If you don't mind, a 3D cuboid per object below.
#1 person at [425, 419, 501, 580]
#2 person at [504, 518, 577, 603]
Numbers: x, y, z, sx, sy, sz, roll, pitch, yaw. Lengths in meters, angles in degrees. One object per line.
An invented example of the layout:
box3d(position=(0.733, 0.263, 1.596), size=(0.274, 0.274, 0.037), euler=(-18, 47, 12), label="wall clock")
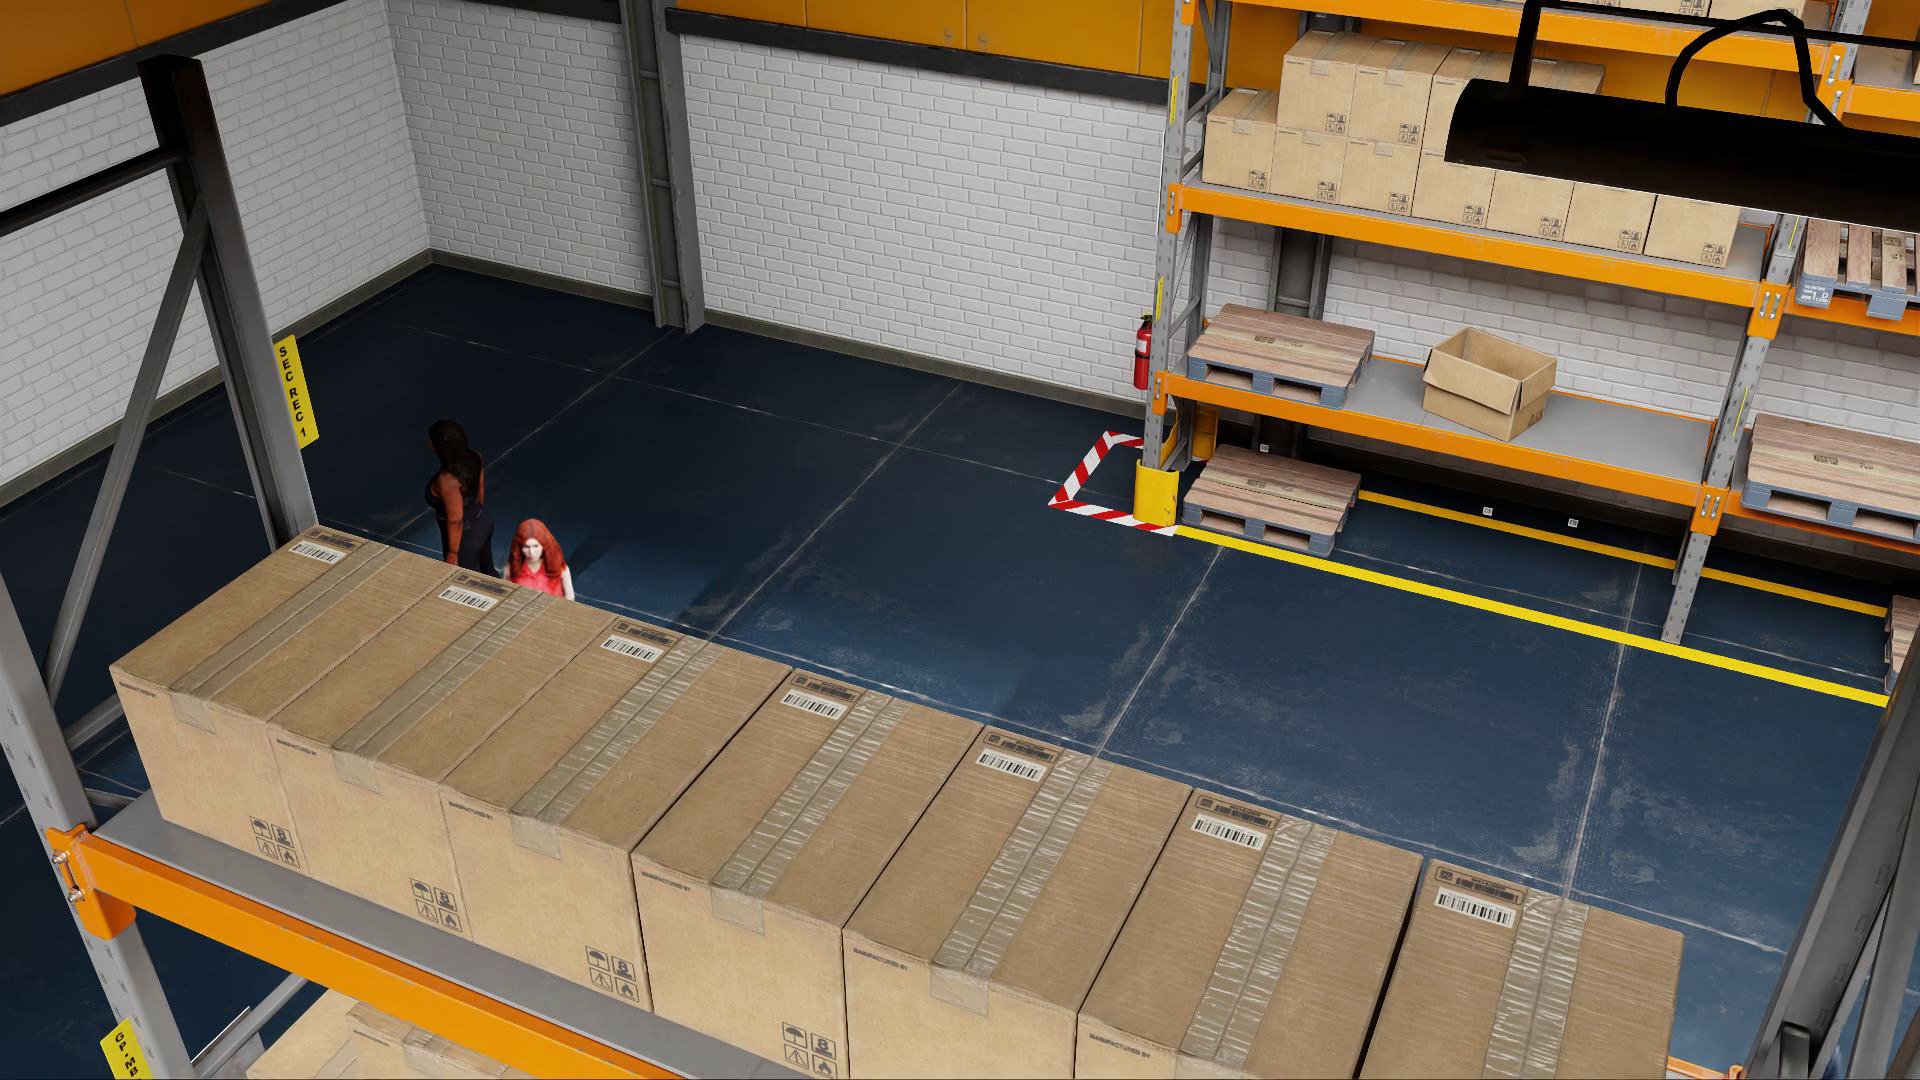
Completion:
box3d(position=(-3.416, -0.041, 11.521), size=(0.706, 1.816, 0.729), euler=(5, 34, 7), label="person")
box3d(position=(-2.611, 0.637, 10.491), size=(0.611, 1.825, 0.725), euler=(-3, 34, -5), label="person")
